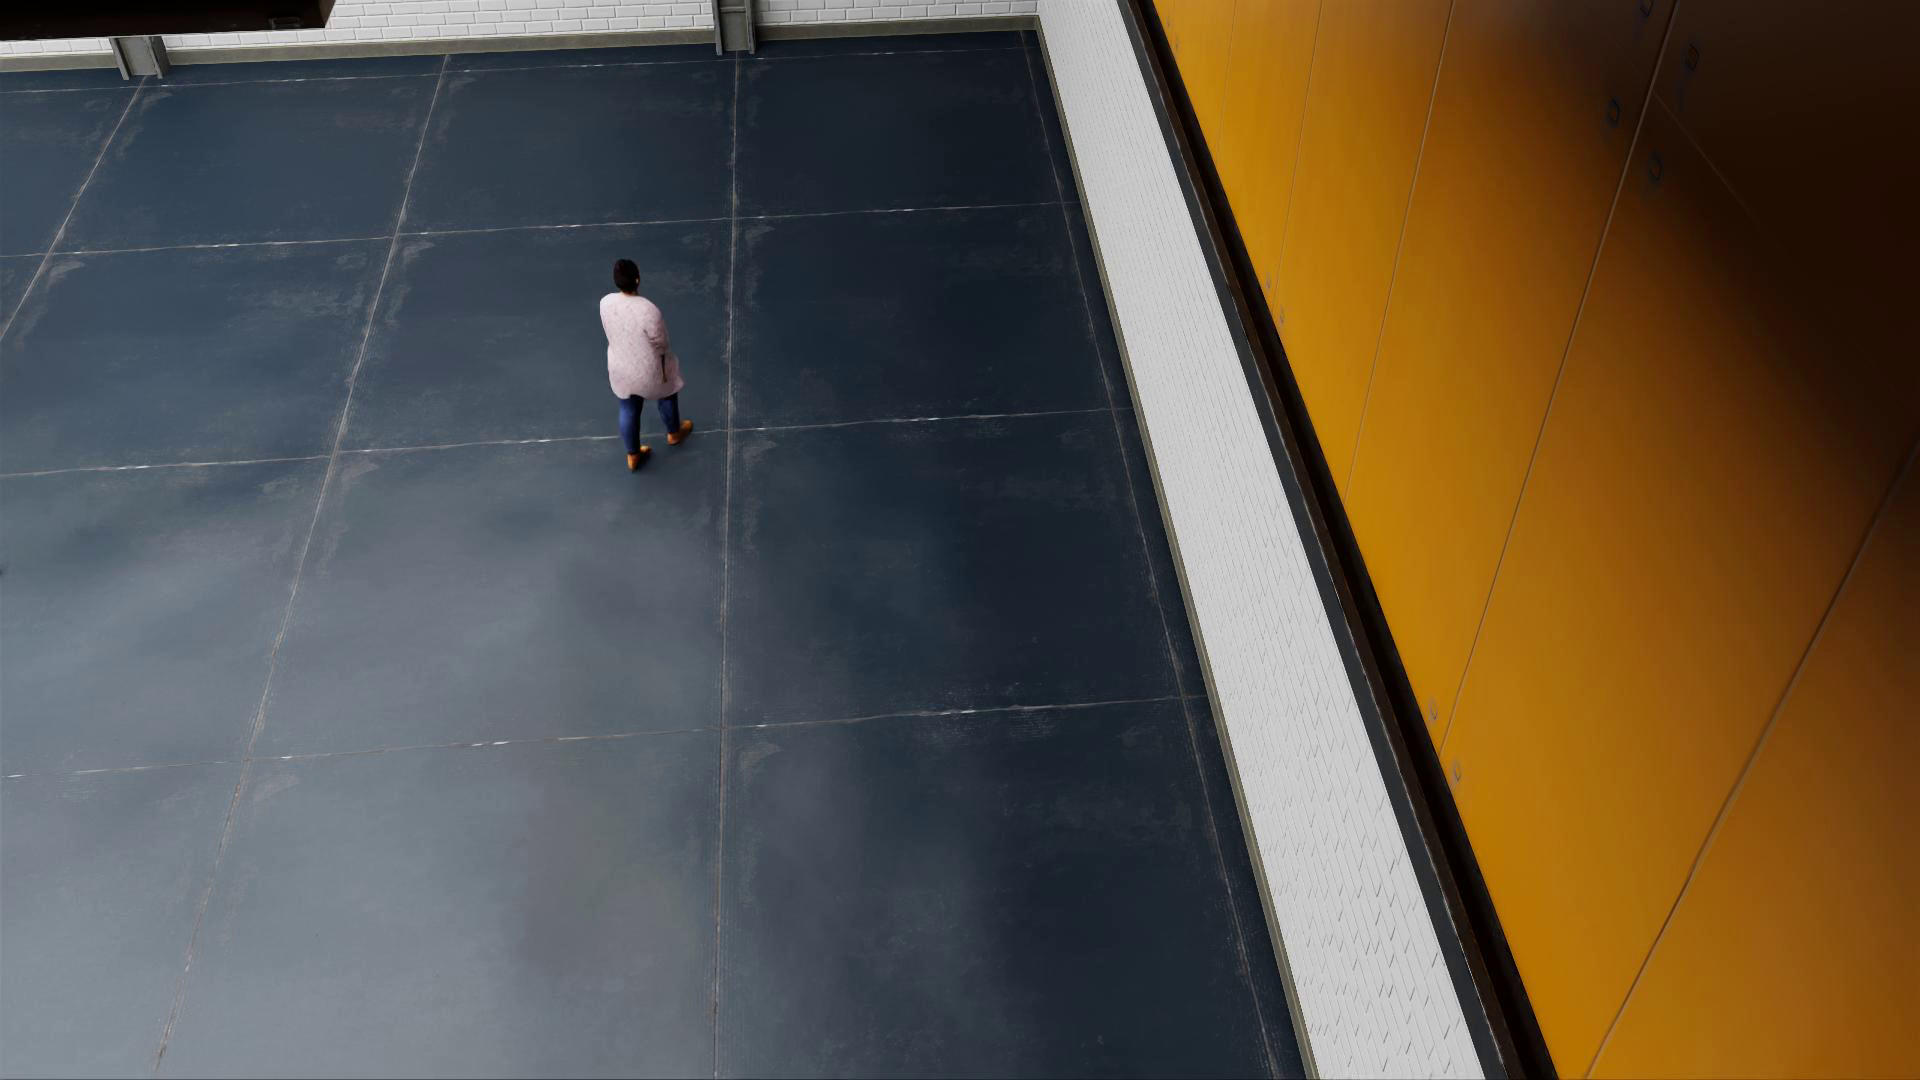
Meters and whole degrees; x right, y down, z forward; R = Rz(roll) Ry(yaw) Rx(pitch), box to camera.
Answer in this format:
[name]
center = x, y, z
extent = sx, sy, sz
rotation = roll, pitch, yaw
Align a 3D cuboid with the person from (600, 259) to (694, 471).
[person]
center = -2.365, -1.223, 12.022
extent = 0.955, 1.718, 0.982
rotation = 16, 46, 17
